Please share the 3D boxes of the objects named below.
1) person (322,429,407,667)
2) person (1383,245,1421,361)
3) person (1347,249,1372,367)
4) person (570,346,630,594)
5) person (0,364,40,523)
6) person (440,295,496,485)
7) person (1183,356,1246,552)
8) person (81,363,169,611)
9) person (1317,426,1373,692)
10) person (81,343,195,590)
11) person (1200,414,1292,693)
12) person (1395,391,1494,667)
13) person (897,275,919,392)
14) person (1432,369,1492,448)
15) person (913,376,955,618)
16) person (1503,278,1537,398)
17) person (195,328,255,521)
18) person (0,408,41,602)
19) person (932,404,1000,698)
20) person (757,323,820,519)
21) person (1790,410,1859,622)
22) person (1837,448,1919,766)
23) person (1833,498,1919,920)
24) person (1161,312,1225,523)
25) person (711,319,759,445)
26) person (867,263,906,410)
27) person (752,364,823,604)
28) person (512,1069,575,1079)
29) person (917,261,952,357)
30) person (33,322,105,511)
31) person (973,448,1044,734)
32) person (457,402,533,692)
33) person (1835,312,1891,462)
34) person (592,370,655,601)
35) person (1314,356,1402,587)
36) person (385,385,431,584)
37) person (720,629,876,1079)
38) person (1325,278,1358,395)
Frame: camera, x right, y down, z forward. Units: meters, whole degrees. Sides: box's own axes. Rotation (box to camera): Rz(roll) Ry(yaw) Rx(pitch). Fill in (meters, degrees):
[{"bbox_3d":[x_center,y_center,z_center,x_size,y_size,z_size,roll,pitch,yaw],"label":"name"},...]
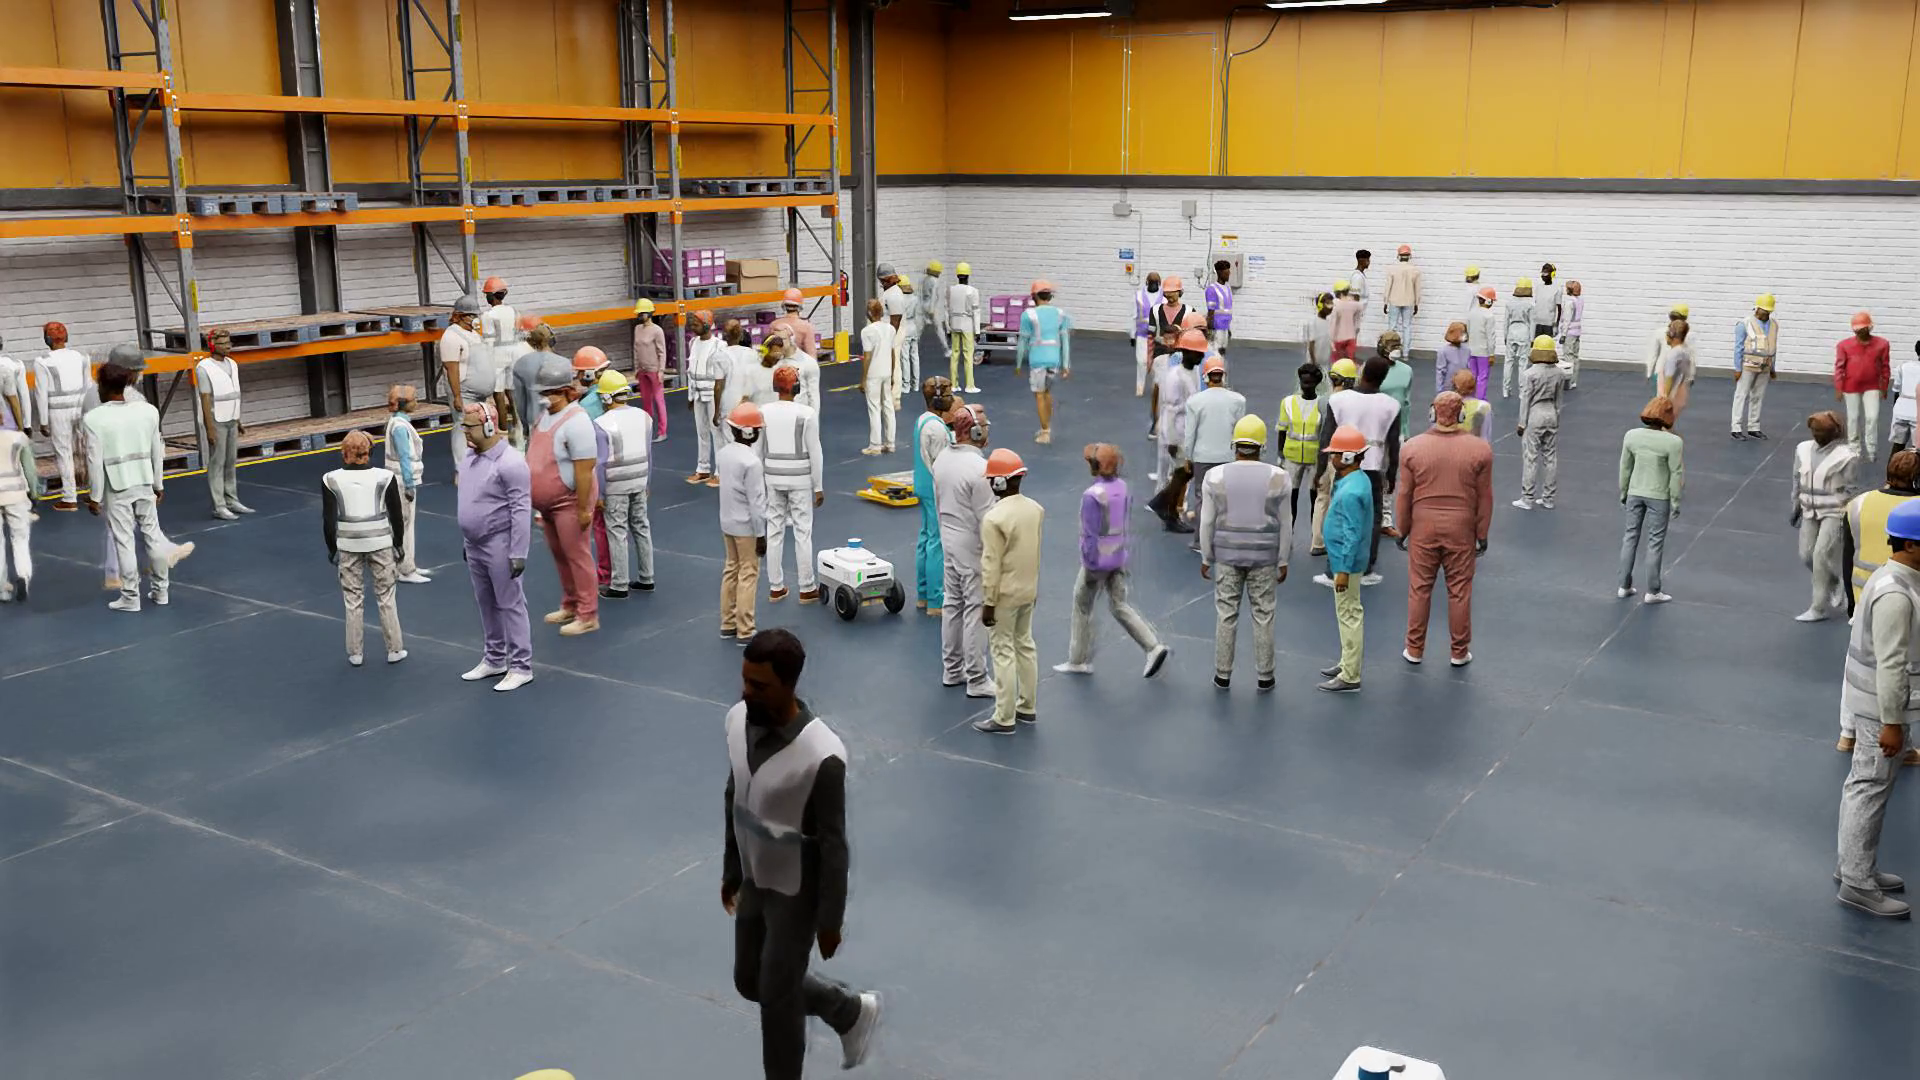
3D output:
[{"bbox_3d":[-4.081,0.061,11.421,0.523,1.639,0.309,-3,13,-12],"label":"person"},{"bbox_3d":[7.597,-4.072,28.612,0.624,1.981,0.412,0,13,1],"label":"person"},{"bbox_3d":[6.662,-3.883,27.846,0.373,1.958,0.598,3,13,15],"label":"person"},{"bbox_3d":[-2.900,-0.562,13.368,0.407,1.986,0.615,3,13,13],"label":"person"},{"bbox_3d":[-9.123,-1.047,15.775,0.507,1.846,0.346,0,13,2],"label":"person"},{"bbox_3d":[-5.226,-1.612,17.799,0.535,2.000,0.679,2,13,8],"label":"person"},{"bbox_3d":[2.243,-0.759,14.738,0.561,1.746,0.336,-1,13,-6],"label":"person"},{"bbox_3d":[-6.417,-0.405,12.824,0.392,1.922,0.588,9,15,33],"label":"person"},{"bbox_3d":[2.518,0.121,10.910,0.342,1.748,0.573,4,14,16],"label":"person"},{"bbox_3d":[-6.724,-0.661,13.673,0.699,2.000,0.990,8,15,30],"label":"person"},{"bbox_3d":[1.859,0.096,10.843,0.592,1.834,0.404,2,13,11],"label":"person"},{"bbox_3d":[3.311,-0.072,11.416,0.639,1.907,0.406,4,14,16],"label":"person"},{"bbox_3d":[-0.822,-3.071,24.788,0.313,1.738,0.483,10,16,38],"label":"person"},{"bbox_3d":[4.470,-0.726,14.896,0.530,1.615,0.634,7,15,27],"label":"person"},{"bbox_3d":[-0.176,-0.328,12.659,0.342,1.846,0.509,-4,14,-17],"label":"person"},{"bbox_3d":[8.159,-2.946,24.244,0.487,1.741,0.313,12,18,43],"label":"person"},{"bbox_3d":[-7.152,-1.126,16.113,0.396,1.847,0.565,2,13,7],"label":"person"},{"bbox_3d":[-7.479,-0.291,12.974,0.548,1.622,0.489,-9,16,-33],"label":"person"},{"bbox_3d":[0.086,0.068,10.793,0.410,1.913,0.643,-8,15,-30],"label":"person"},{"bbox_3d":[-1.681,-1.134,16.022,0.651,1.906,0.403,4,13,15],"label":"person"},{"bbox_3d":[6.594,-0.195,12.576,0.567,1.610,0.532,-5,14,-20],"label":"person"},{"bbox_3d":[5.394,0.379,9.599,0.429,1.844,0.626,-7,15,-26],"label":"person"},{"bbox_3d":[4.307,0.760,7.712,0.385,1.948,0.603,6,14,26],"label":"person"},{"bbox_3d":[2.194,-1.143,15.797,0.619,2.029,0.409,-6,14,-26],"label":"person"},{"bbox_3d":[-2.295,-1.339,17.040,0.506,1.846,0.351,-7,15,-28],"label":"person"},{"bbox_3d":[-1.021,-2.826,23.066,0.535,2.000,0.674,-1,13,-6],"label":"person"},{"bbox_3d":[-1.336,-0.431,13.024,0.574,1.883,0.355,4,14,16],"label":"person"},{"bbox_3d":[-0.826,1.873,3.308,0.339,1.761,0.524,-5,14,-20],"label":"person"},{"bbox_3d":[-0.499,-4.023,29.042,0.816,1.679,0.565,-8,15,-31],"label":"person"},{"bbox_3d":[-8.850,-1.227,16.499,0.356,1.876,0.574,7,15,29],"label":"person"},{"bbox_3d":[0.279,0.308,10.123,0.350,1.743,0.563,8,15,32],"label":"person"},{"bbox_3d":[-3.084,0.042,10.919,0.652,1.906,0.402,11,17,41],"label":"person"},{"bbox_3d":[10.343,-1.746,19.082,0.587,1.715,0.619,6,14,25],"label":"person"},{"bbox_3d":[-2.682,-0.433,13.174,0.404,1.823,0.591,9,16,34],"label":"person"},{"bbox_3d":[3.240,-0.542,13.527,0.670,1.880,0.398,1,13,3],"label":"person"},{"bbox_3d":[-4.563,-0.462,13.696,0.310,1.636,0.523,-5,14,-20],"label":"person"},{"bbox_3d":[-0.583,1.205,5.885,0.678,1.902,0.607,-11,17,-39],"label":"person"},{"bbox_3d":[5.574,-2.900,24.033,0.533,1.738,0.666,-6,14,-23],"label":"person"}]
